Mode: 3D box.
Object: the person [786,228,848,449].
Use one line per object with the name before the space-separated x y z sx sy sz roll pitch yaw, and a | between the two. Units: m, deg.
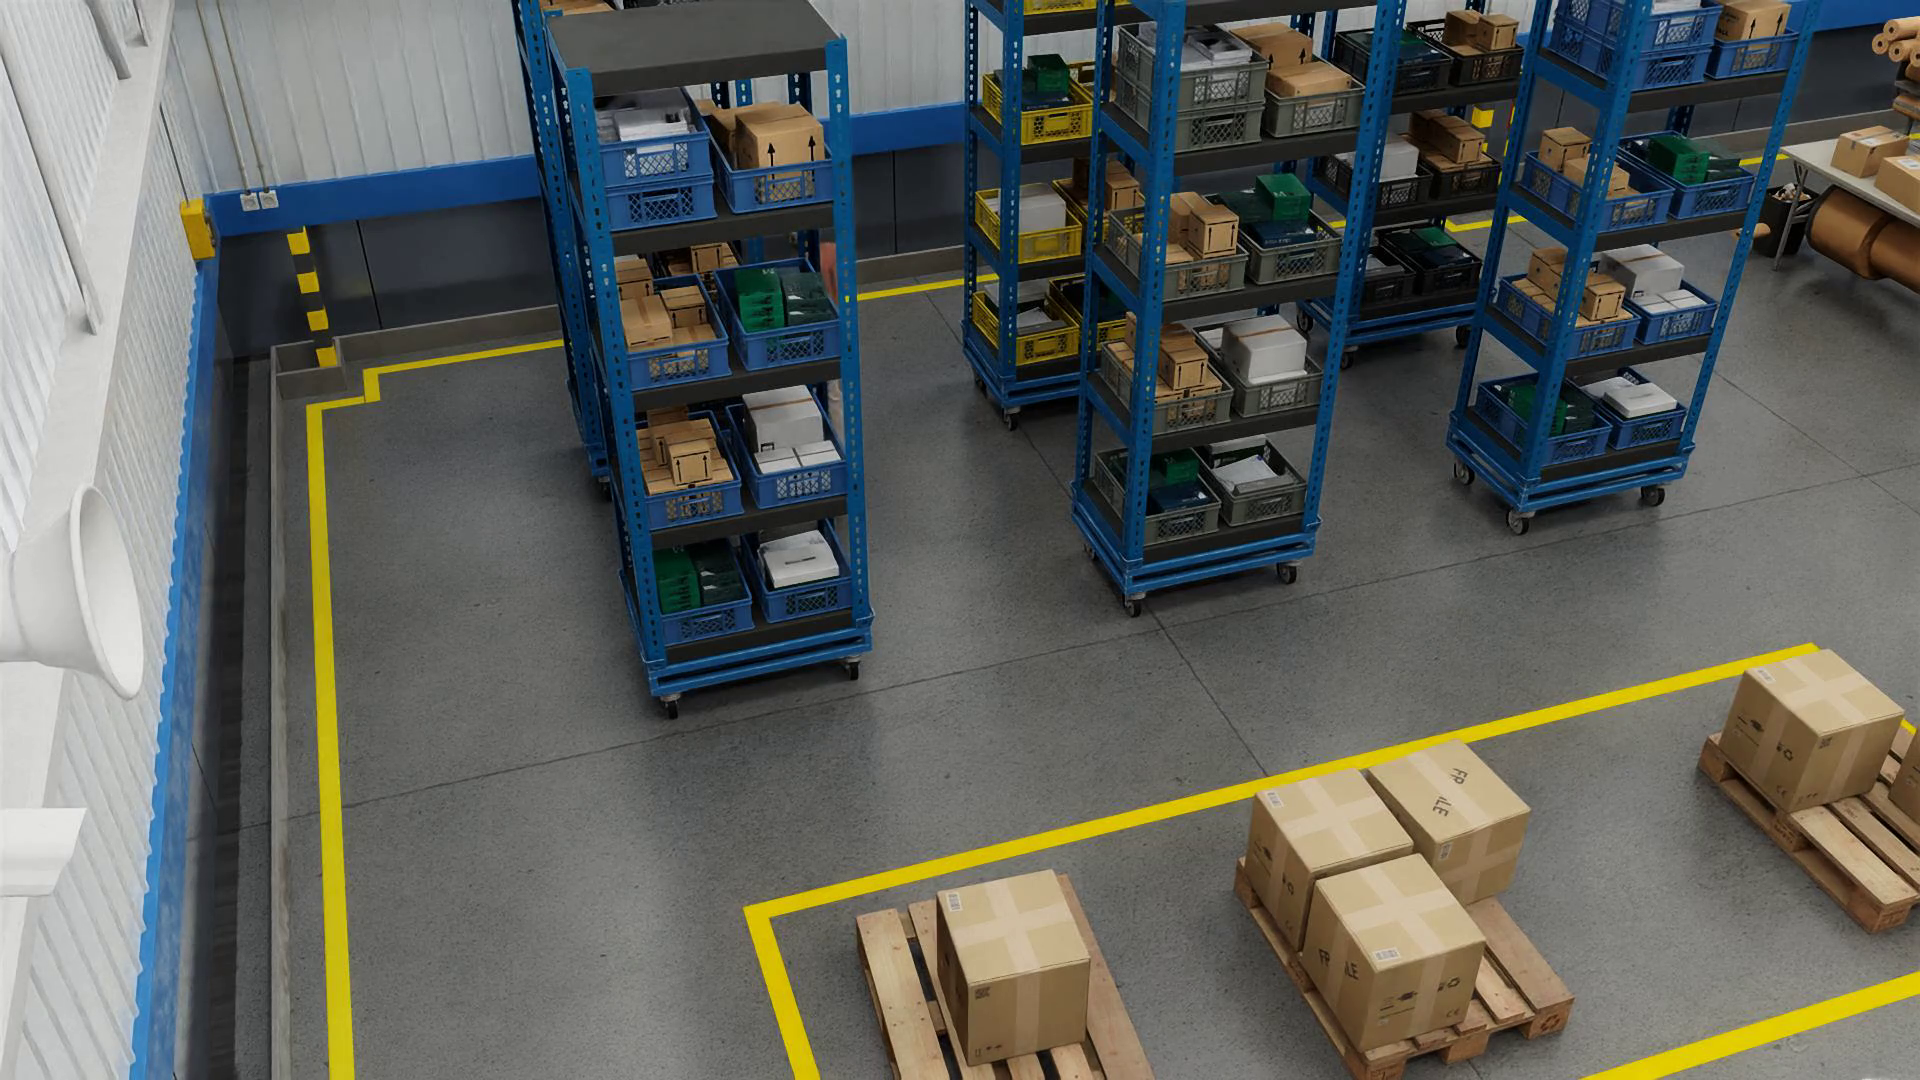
person | -0.897 -1.178 10.229 0.415 1.984 0.633 13 37 17
